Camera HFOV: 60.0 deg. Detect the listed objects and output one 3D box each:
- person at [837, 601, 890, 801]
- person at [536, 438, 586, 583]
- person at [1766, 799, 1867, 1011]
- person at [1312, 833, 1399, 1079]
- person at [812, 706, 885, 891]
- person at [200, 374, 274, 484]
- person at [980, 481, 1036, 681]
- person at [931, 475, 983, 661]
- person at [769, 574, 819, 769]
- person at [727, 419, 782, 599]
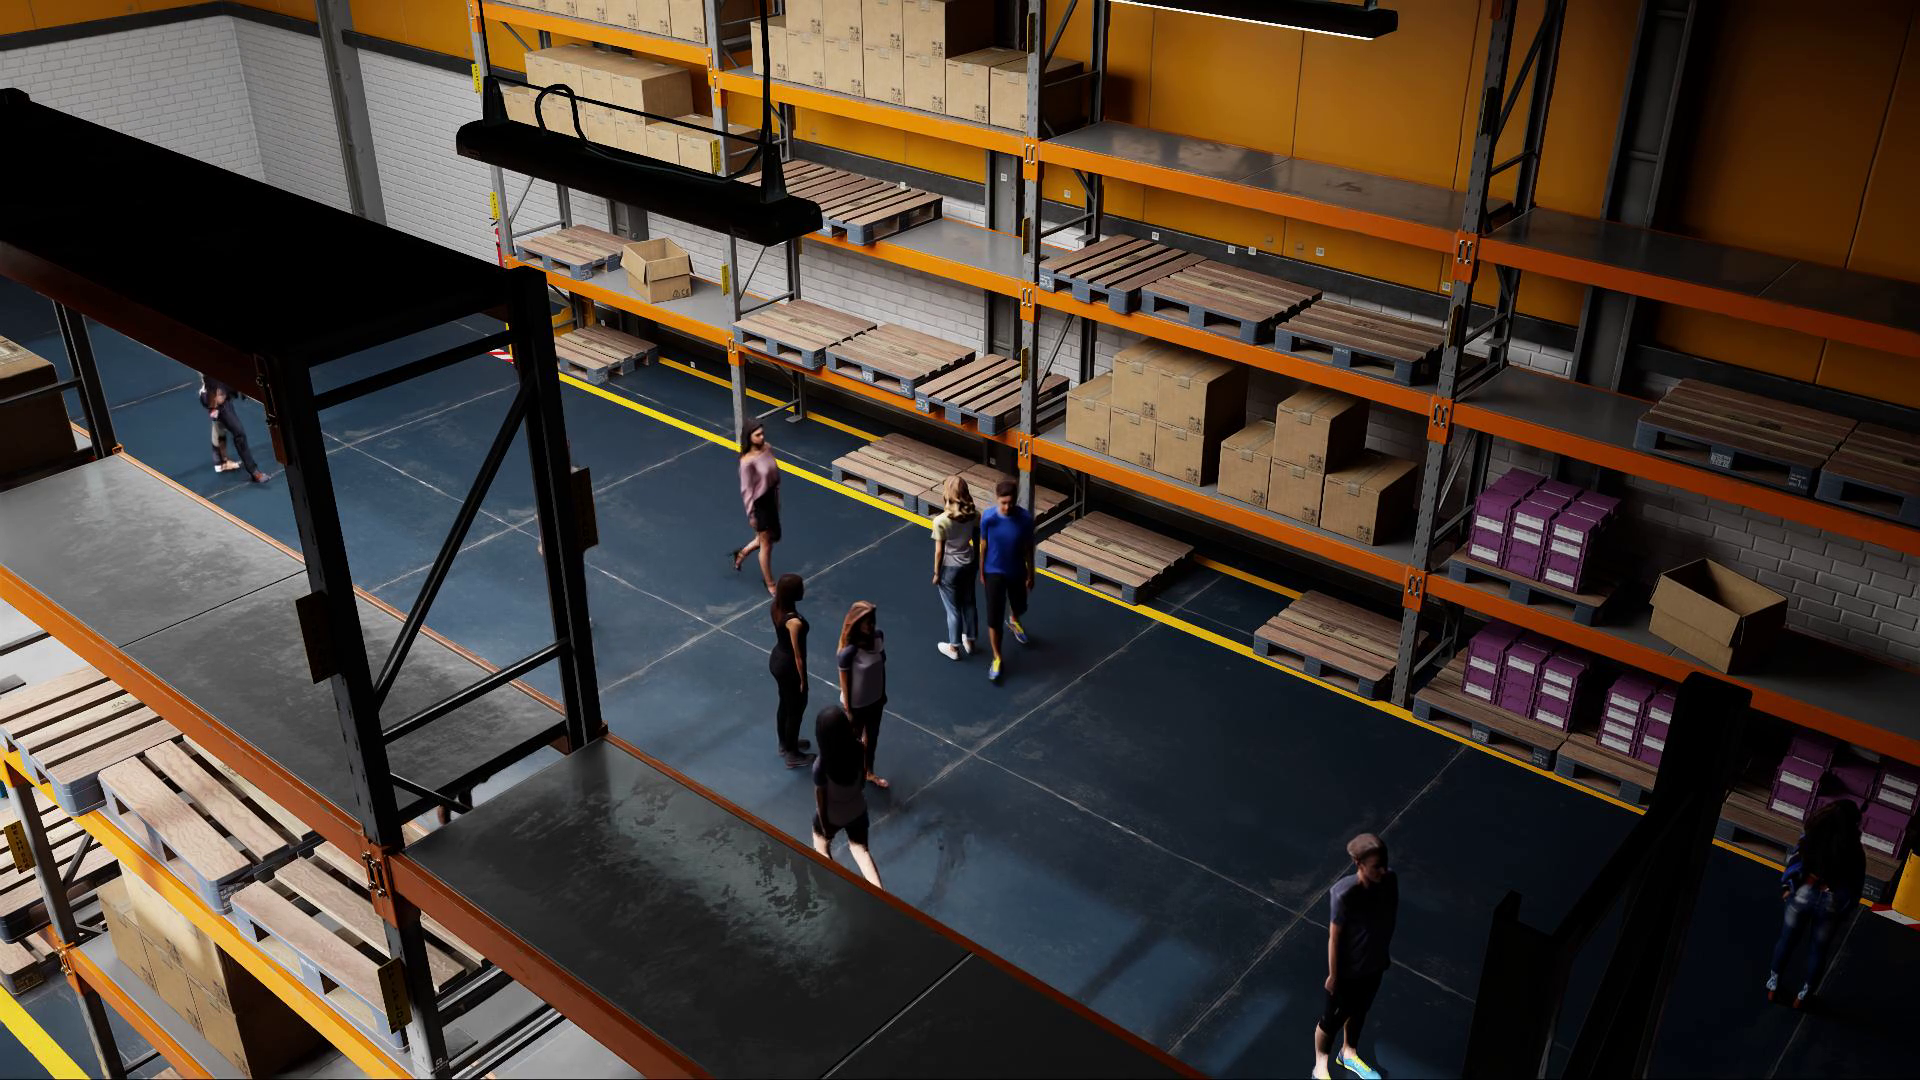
[{"bbox_3d":[-0.749,1.193,12.547,0.534,1.727,0.587,23,36,36],"label":"person"},{"bbox_3d":[-3.445,-0.030,14.622,0.780,1.886,0.762,-19,34,-30],"label":"person"},{"bbox_3d":[5.466,2.312,10.611,0.488,1.616,0.666,20,34,32],"label":"person"},{"bbox_3d":[2.362,2.527,9.933,0.711,1.889,0.666,-19,34,-31],"label":"person"},{"bbox_3d":[-0.755,1.891,11.316,0.747,1.680,1.060,-21,35,-33],"label":"person"},{"bbox_3d":[-7.737,-1.472,17.309,1.143,1.846,1.048,-4,29,-7],"label":"person"},{"bbox_3d":[0.391,0.248,14.186,1.107,1.817,1.119,-1,29,-1],"label":"person"},{"bbox_3d":[-0.024,0.239,14.302,0.688,1.722,0.644,-17,33,-28],"label":"person"},{"bbox_3d":[-1.321,1.005,12.932,0.710,1.688,0.603,-14,31,-23],"label":"person"},{"bbox_3d":[-1.877,-0.296,15.203,0.900,1.798,0.740,14,32,24],"label":"person"}]
